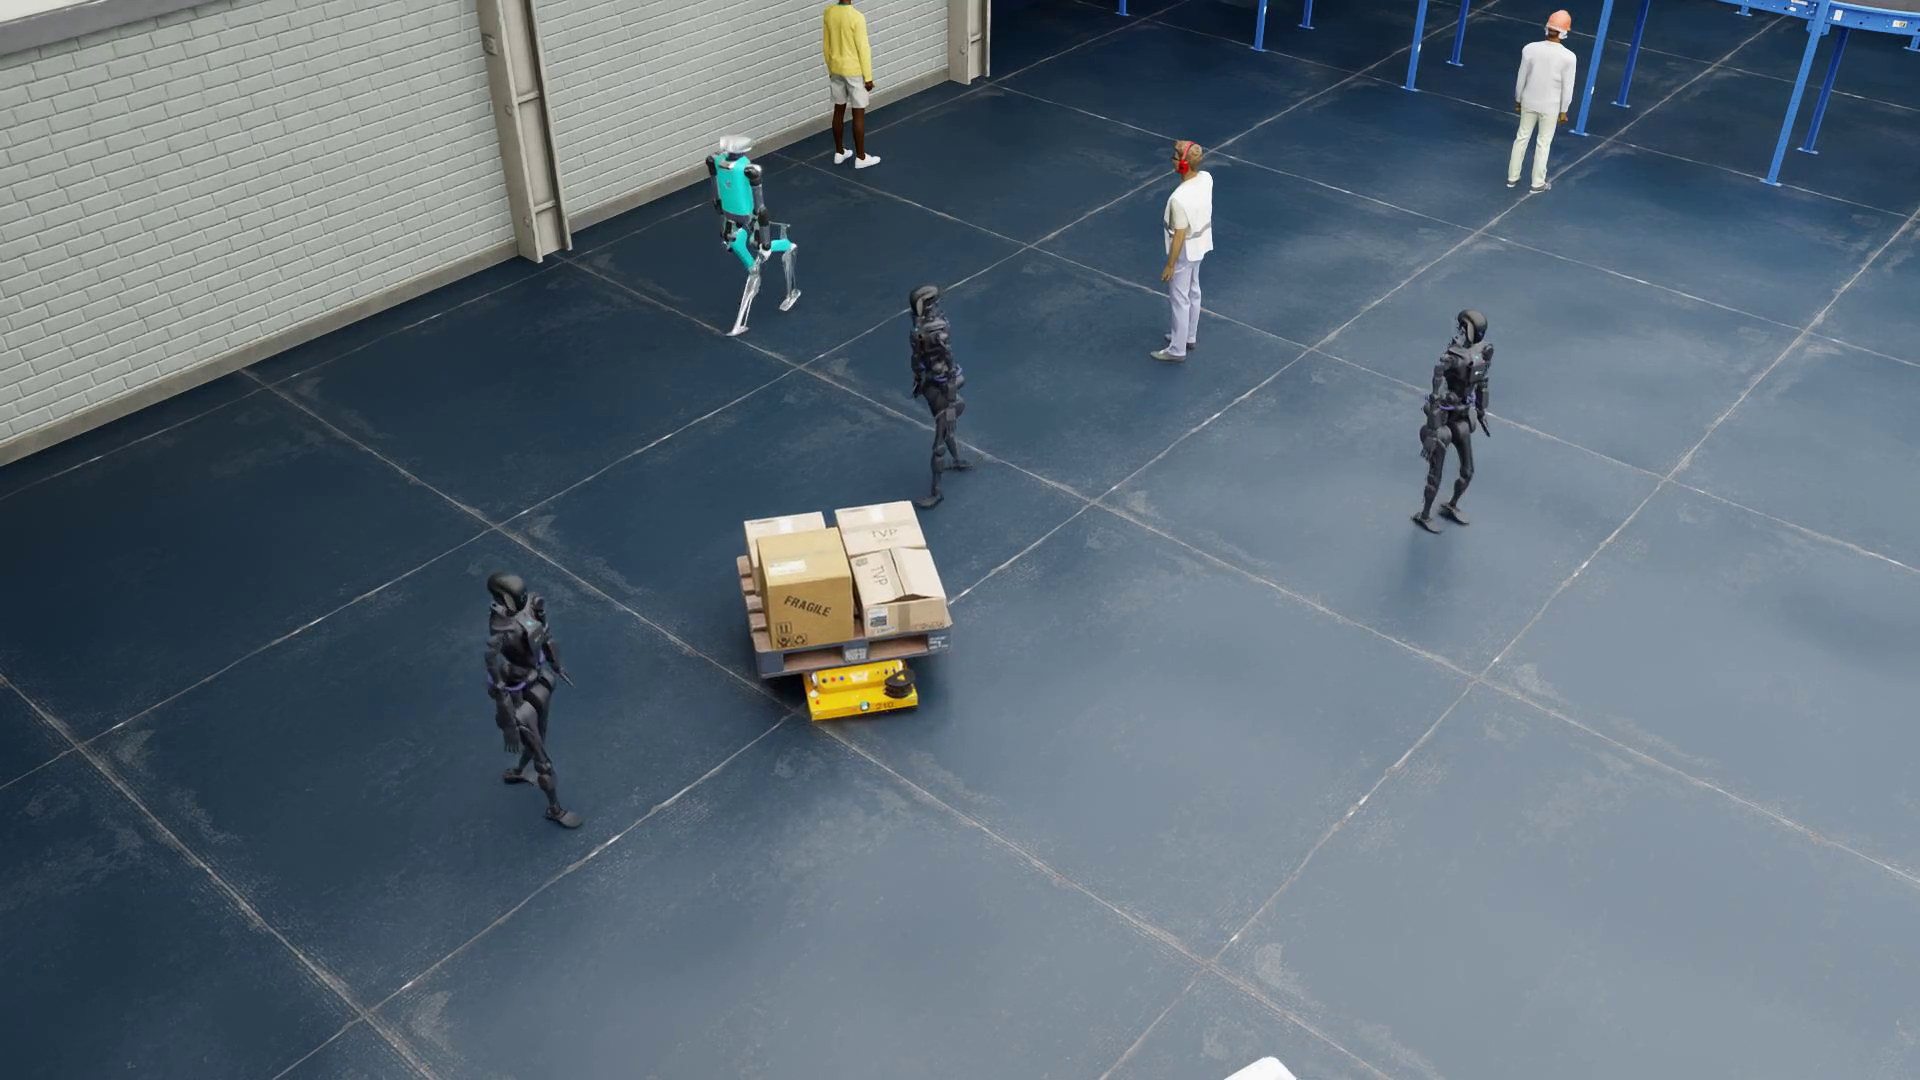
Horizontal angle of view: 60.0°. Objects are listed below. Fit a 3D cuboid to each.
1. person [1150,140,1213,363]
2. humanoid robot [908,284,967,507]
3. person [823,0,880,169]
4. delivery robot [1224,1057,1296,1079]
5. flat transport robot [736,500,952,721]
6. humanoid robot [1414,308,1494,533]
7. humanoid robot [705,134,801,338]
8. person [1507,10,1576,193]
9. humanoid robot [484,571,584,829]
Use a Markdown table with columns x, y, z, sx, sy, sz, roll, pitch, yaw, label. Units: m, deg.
| x | y | z | sx | sy | sz | roll | pitch | yaw | label |
| --- | --- | --- | --- | --- | --- | --- | --- | --- | --- |
| 1.793 | -2.278 | 13.226 | 0.391 | 1.847 | 0.563 | 19 | 40 | 24 | person |
| -0.138 | -1.069 | 11.693 | 0.569 | 1.635 | 0.602 | -18 | 39 | -23 | humanoid robot |
| -1.099 | -4.635 | 16.490 | 0.540 | 1.901 | 0.377 | 21 | 41 | 27 | person |
| 1.197 | 2.652 | 7.420 | 0.802 | 0.598 | 0.499 | -20 | 40 | -25 | delivery robot |
| -0.732 | 0.582 | 10.570 | 0.659 | 0.231 | 1.431 | -8 | 36 | -10 | flat transport robot |
| 3.368 | -0.806 | 11.297 | 0.603 | 1.650 | 0.355 | -20 | 40 | -26 | humanoid robot |
| -1.627 | -2.601 | 13.812 | 0.530 | 1.779 | 1.006 | 21 | 40 | 26 | humanoid robot |
| 5.622 | -4.223 | 16.037 | 0.559 | 1.751 | 0.326 | 28 | 44 | 34 | person |
| -2.352 | 0.817 | 9.062 | 0.627 | 1.654 | 0.592 | 13 | 38 | 18 | humanoid robot |
